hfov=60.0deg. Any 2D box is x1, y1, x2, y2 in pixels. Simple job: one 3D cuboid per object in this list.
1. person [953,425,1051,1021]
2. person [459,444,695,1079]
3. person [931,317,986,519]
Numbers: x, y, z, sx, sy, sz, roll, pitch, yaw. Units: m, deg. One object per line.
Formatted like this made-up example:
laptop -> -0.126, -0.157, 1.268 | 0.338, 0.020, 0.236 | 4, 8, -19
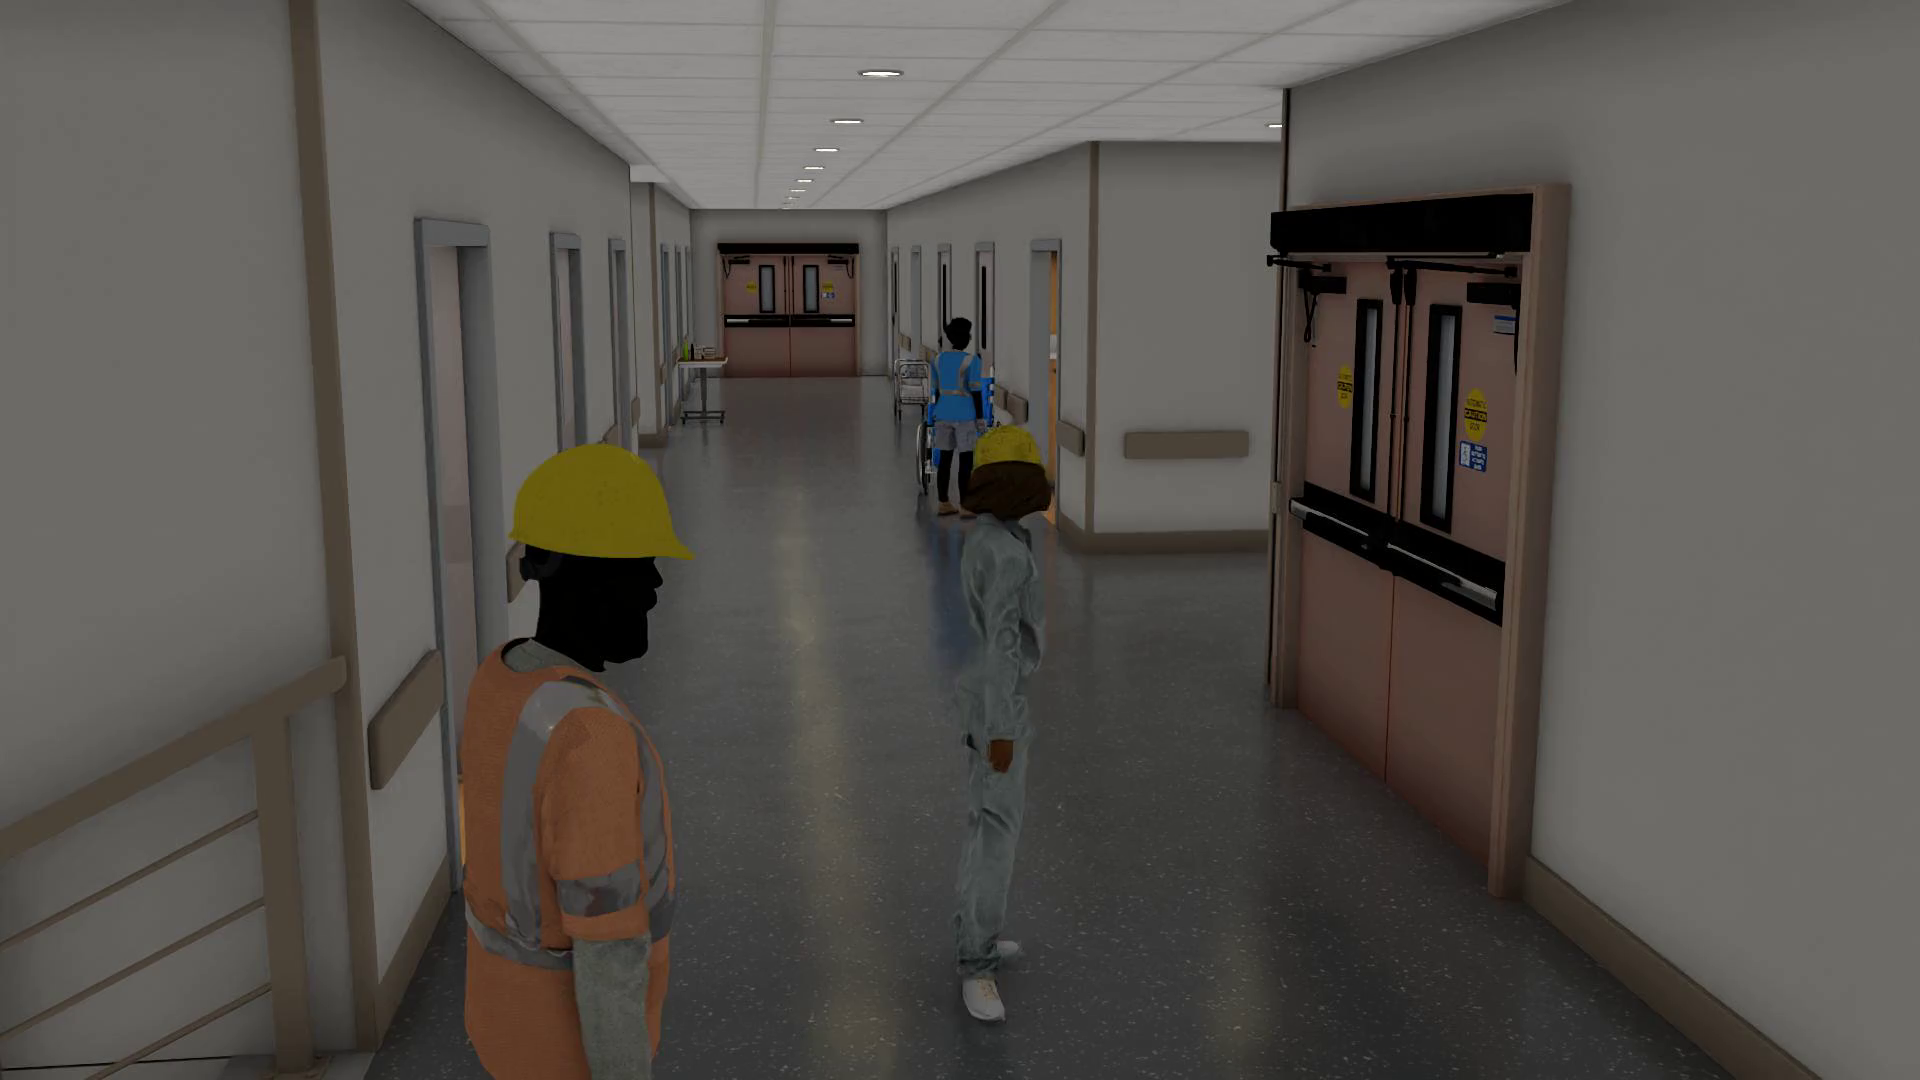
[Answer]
person -> 0.124, 0.528, 4.956 | 0.310, 1.708, 0.669 | -1, 10, -5
person -> -0.607, 0.799, 2.747 | 0.393, 1.918, 0.585 | -5, 11, -27
person -> -0.018, -1.023, 14.003 | 0.536, 1.698, 0.319 | 9, 13, 42
